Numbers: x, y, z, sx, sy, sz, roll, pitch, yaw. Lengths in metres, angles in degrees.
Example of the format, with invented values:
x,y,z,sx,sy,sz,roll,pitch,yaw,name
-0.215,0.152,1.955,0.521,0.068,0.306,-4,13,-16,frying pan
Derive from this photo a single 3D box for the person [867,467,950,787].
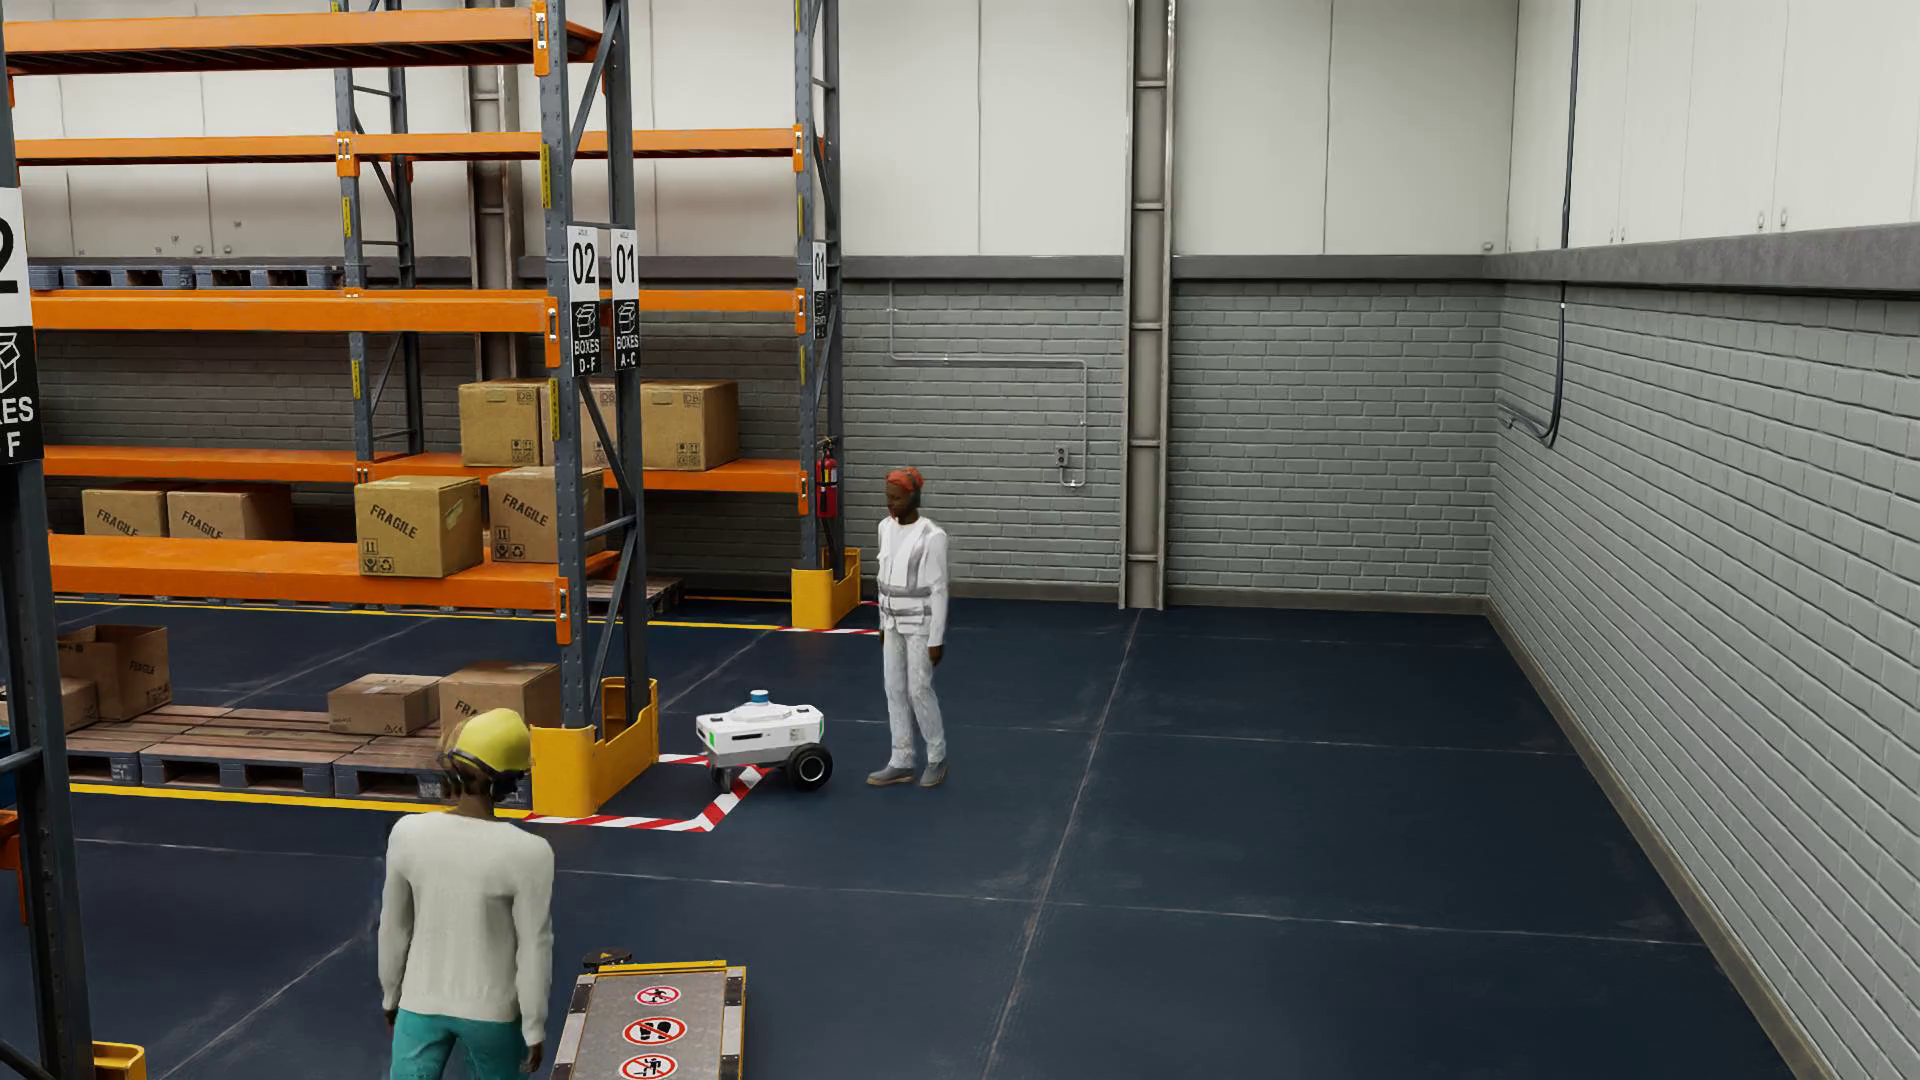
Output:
x,y,z,sx,sy,sz,roll,pitch,yaw,name
-0.278,0.509,9.649,0.516,1.876,0.594,-8,12,-40,person

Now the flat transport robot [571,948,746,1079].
x,y,z,sx,sy,sz,roll,pitch,yaw,name
-1.131,1.870,6.159,0.652,0.197,1.431,-1,9,-6,flat transport robot

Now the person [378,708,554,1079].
x,y,z,sx,sy,sz,roll,pitch,yaw,name
-1.467,1.377,4.764,0.557,1.723,0.779,1,9,9,person

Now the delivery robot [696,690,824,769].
x,y,z,sx,sy,sz,roll,pitch,yaw,name
-1.163,1.117,9.660,0.707,0.478,0.477,-4,10,-22,delivery robot
